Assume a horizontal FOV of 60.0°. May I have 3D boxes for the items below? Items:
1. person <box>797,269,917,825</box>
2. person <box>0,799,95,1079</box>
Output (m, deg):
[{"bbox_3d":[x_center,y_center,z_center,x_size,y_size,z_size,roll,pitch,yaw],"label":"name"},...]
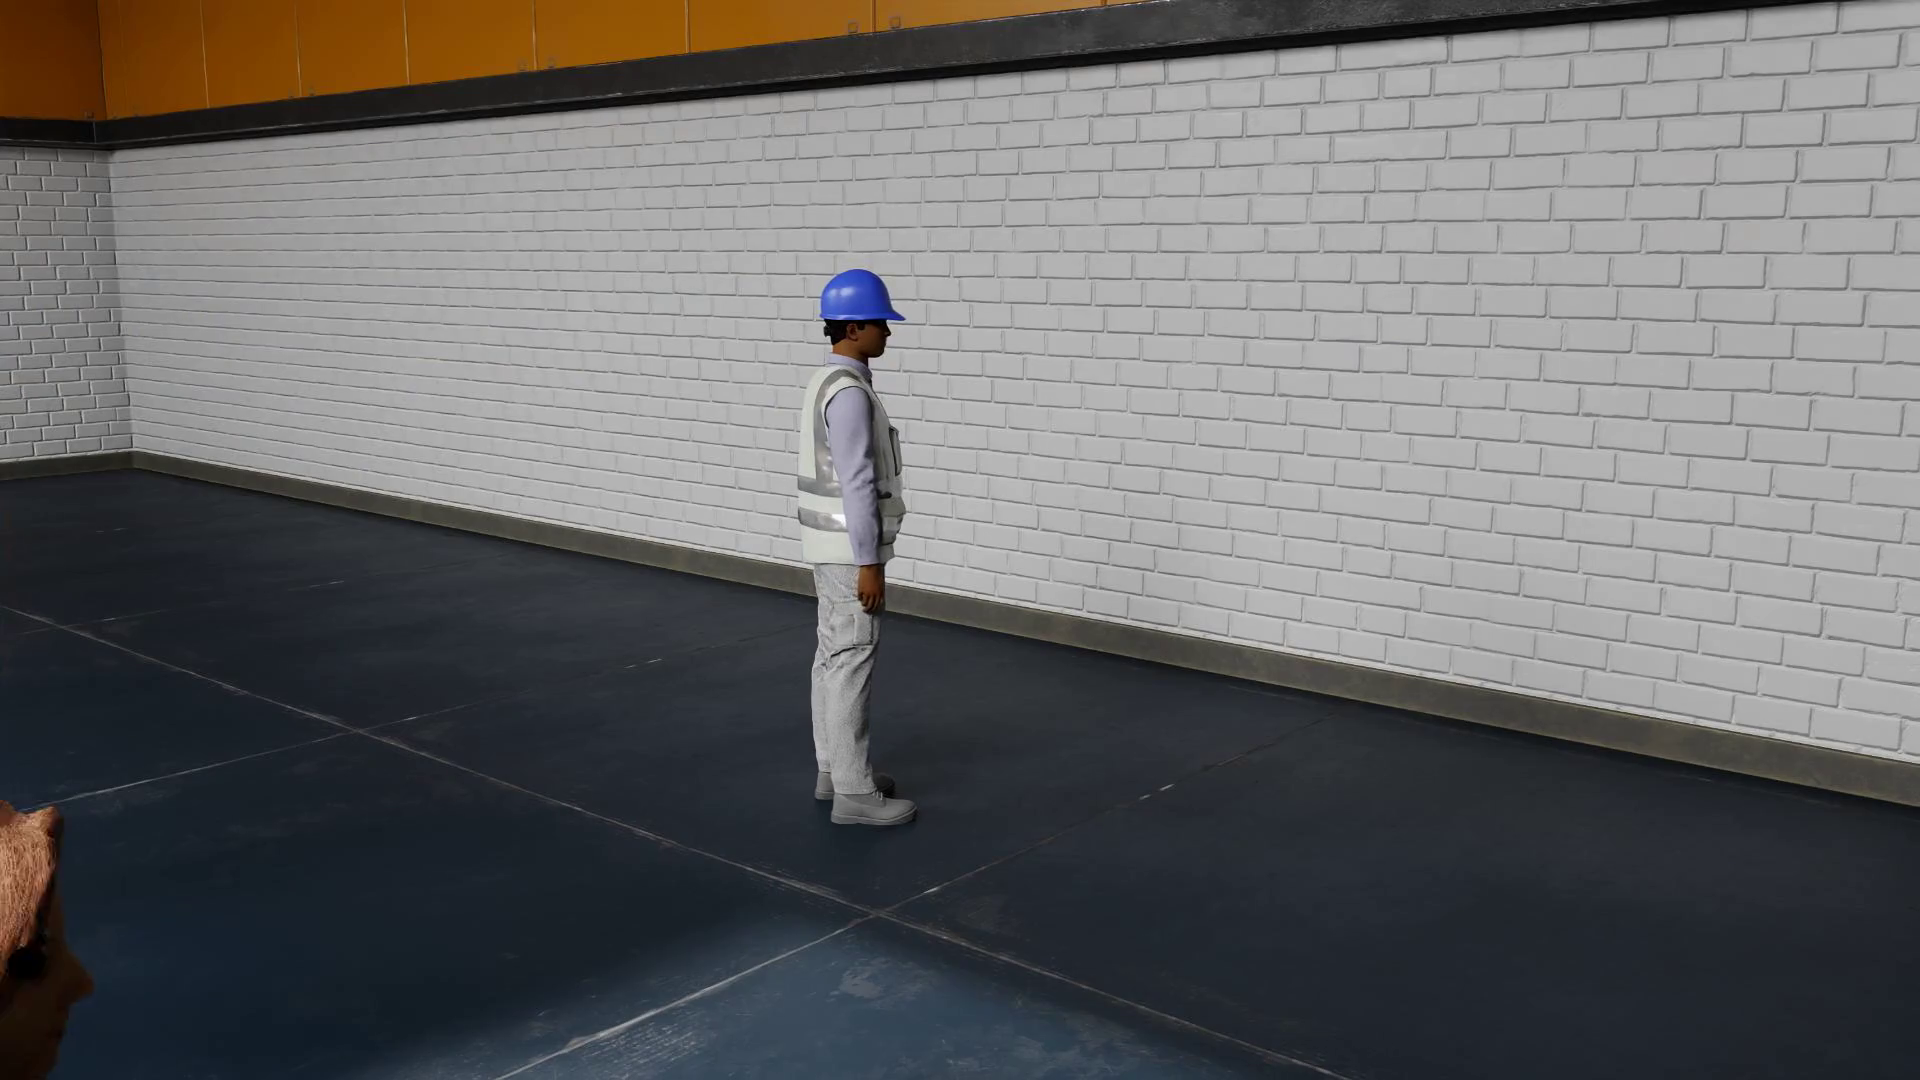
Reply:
[{"bbox_3d":[-0.380,0.026,5.894,0.384,1.949,0.603,-2,10,-14],"label":"person"},{"bbox_3d":[-0.720,0.989,1.391,0.812,1.601,0.530,-5,11,-25],"label":"person"}]
